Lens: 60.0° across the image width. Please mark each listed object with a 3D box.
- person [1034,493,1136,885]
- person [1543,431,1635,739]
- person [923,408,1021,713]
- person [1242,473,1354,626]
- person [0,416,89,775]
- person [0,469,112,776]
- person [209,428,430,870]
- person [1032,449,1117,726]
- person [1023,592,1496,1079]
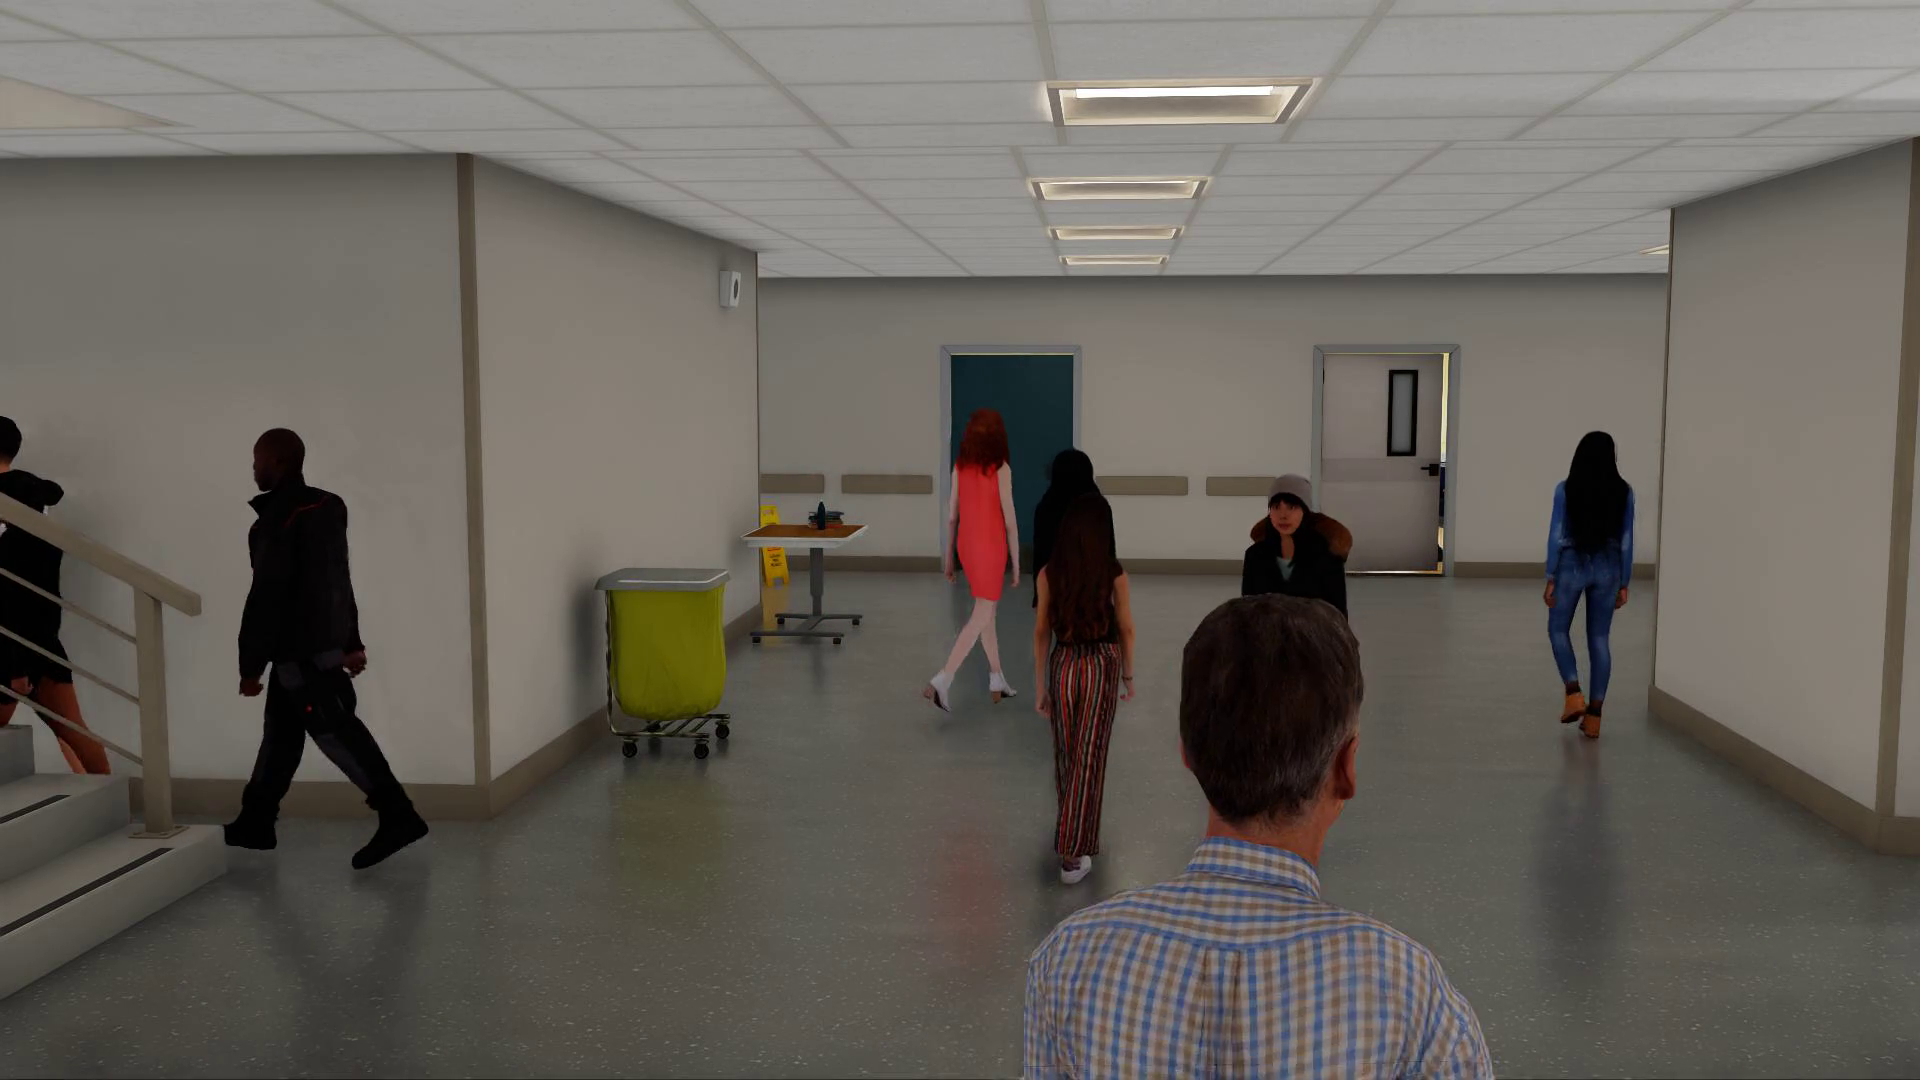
[{"bbox_3d":[0.485,0.601,6.649,0.938,1.529,0.736,2,6,16],"label":"person"},{"bbox_3d":[3.501,0.257,9.211,0.555,1.700,0.710,1,6,10],"label":"person"},{"bbox_3d":[0.076,0.163,9.733,1.163,1.783,1.097,5,7,39],"label":"person"},{"bbox_3d":[1.377,0.553,6.767,1.008,1.601,0.883,2,6,22],"label":"person"},{"bbox_3d":[-4.100,0.388,7.359,1.171,1.810,0.689,1,6,7],"label":"person"},{"bbox_3d":[-3.749,0.551,6.828,1.017,1.592,0.593,1,6,6],"label":"person"},{"bbox_3d":[-2.594,0.447,6.857,1.242,1.793,0.815,0,6,-2],"label":"person"},{"bbox_3d":[0.610,0.320,9.127,1.040,1.592,0.951,3,6,27],"label":"person"},{"bbox_3d":[0.245,0.984,1.628,1.234,1.772,1.046,3,7,30],"label":"person"}]
